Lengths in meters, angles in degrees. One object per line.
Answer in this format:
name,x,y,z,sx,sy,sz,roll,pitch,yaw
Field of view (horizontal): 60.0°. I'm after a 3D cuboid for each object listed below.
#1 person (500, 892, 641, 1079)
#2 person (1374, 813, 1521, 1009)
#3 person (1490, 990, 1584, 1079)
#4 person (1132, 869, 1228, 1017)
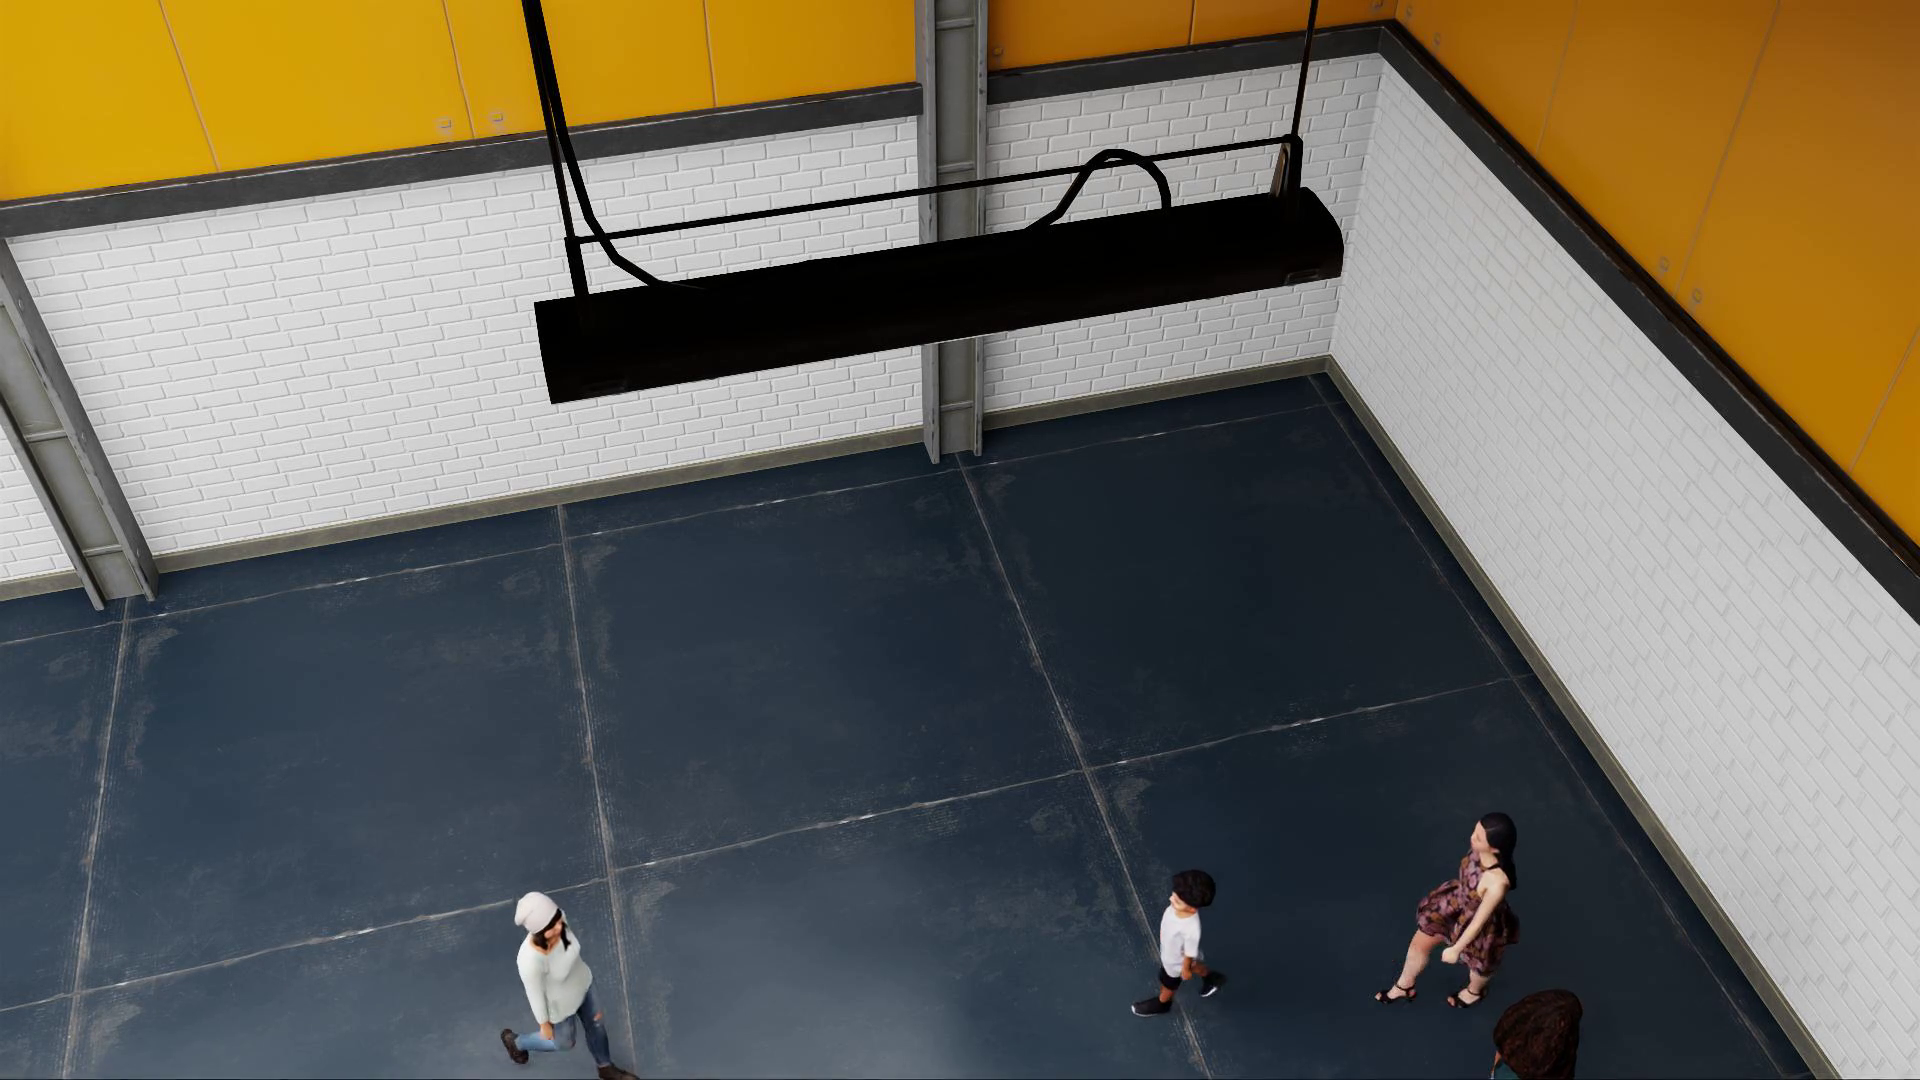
person,-2.091,2.299,8.468,1.058,1.629,0.891,11,45,11
person,2.763,1.999,8.697,0.919,1.747,0.727,-3,44,-3
person,2.732,2.676,8.080,0.663,1.617,0.654,-20,47,-20
person,1.240,2.158,8.892,0.776,1.248,0.573,-4,44,-4
